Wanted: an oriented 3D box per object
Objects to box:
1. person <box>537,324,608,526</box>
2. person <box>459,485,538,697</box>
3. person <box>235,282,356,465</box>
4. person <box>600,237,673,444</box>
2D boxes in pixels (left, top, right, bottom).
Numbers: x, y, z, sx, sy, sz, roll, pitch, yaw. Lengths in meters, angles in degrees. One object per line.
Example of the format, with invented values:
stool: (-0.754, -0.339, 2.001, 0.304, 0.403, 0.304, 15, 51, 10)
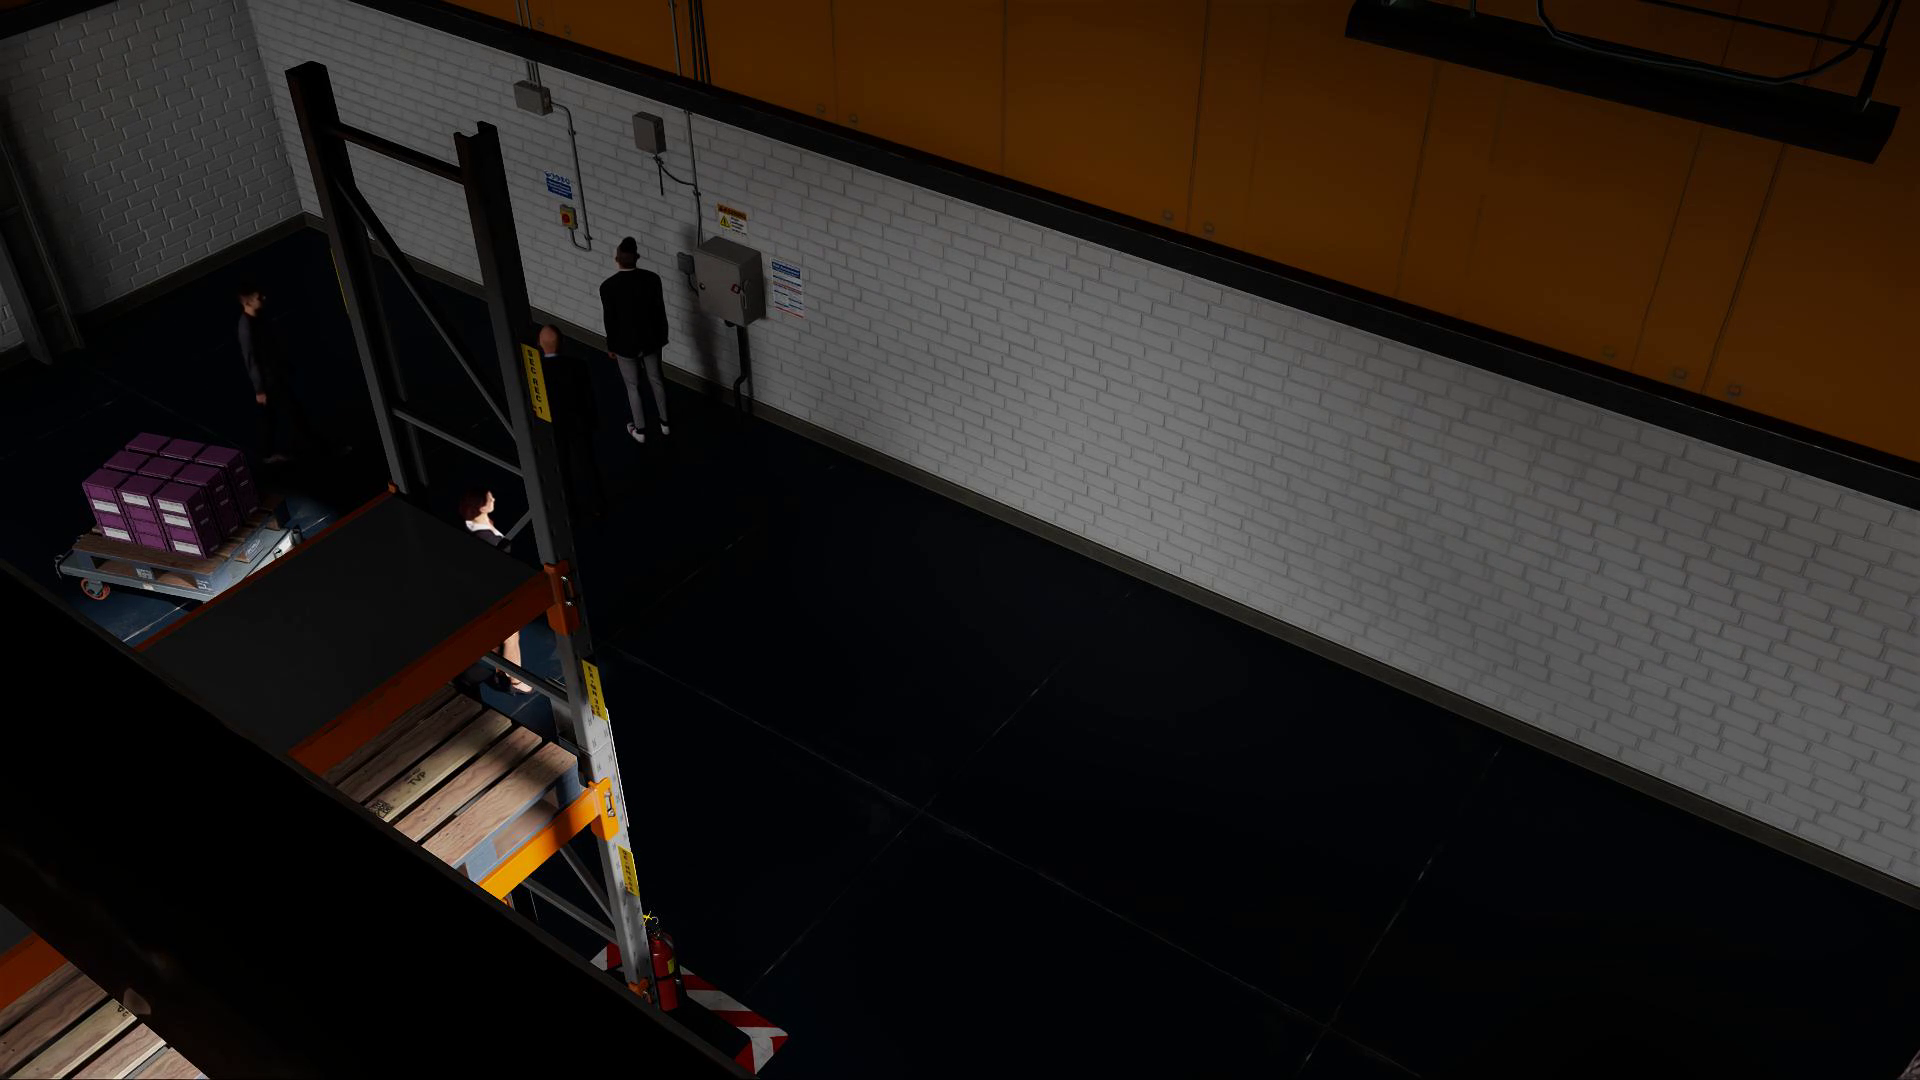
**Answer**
person: (-3.137, -0.915, 13.257, 0.723, 1.799, 0.824, -13, 40, -15)
person: (-3.252, 0.363, 11.660, 0.616, 1.795, 0.558, 32, 48, 33)
person: (-5.829, -1.340, 13.842, 1.108, 1.733, 1.025, -8, 39, -10)
person: (-2.739, -1.722, 14.146, 0.712, 1.950, 0.858, -18, 42, -21)
